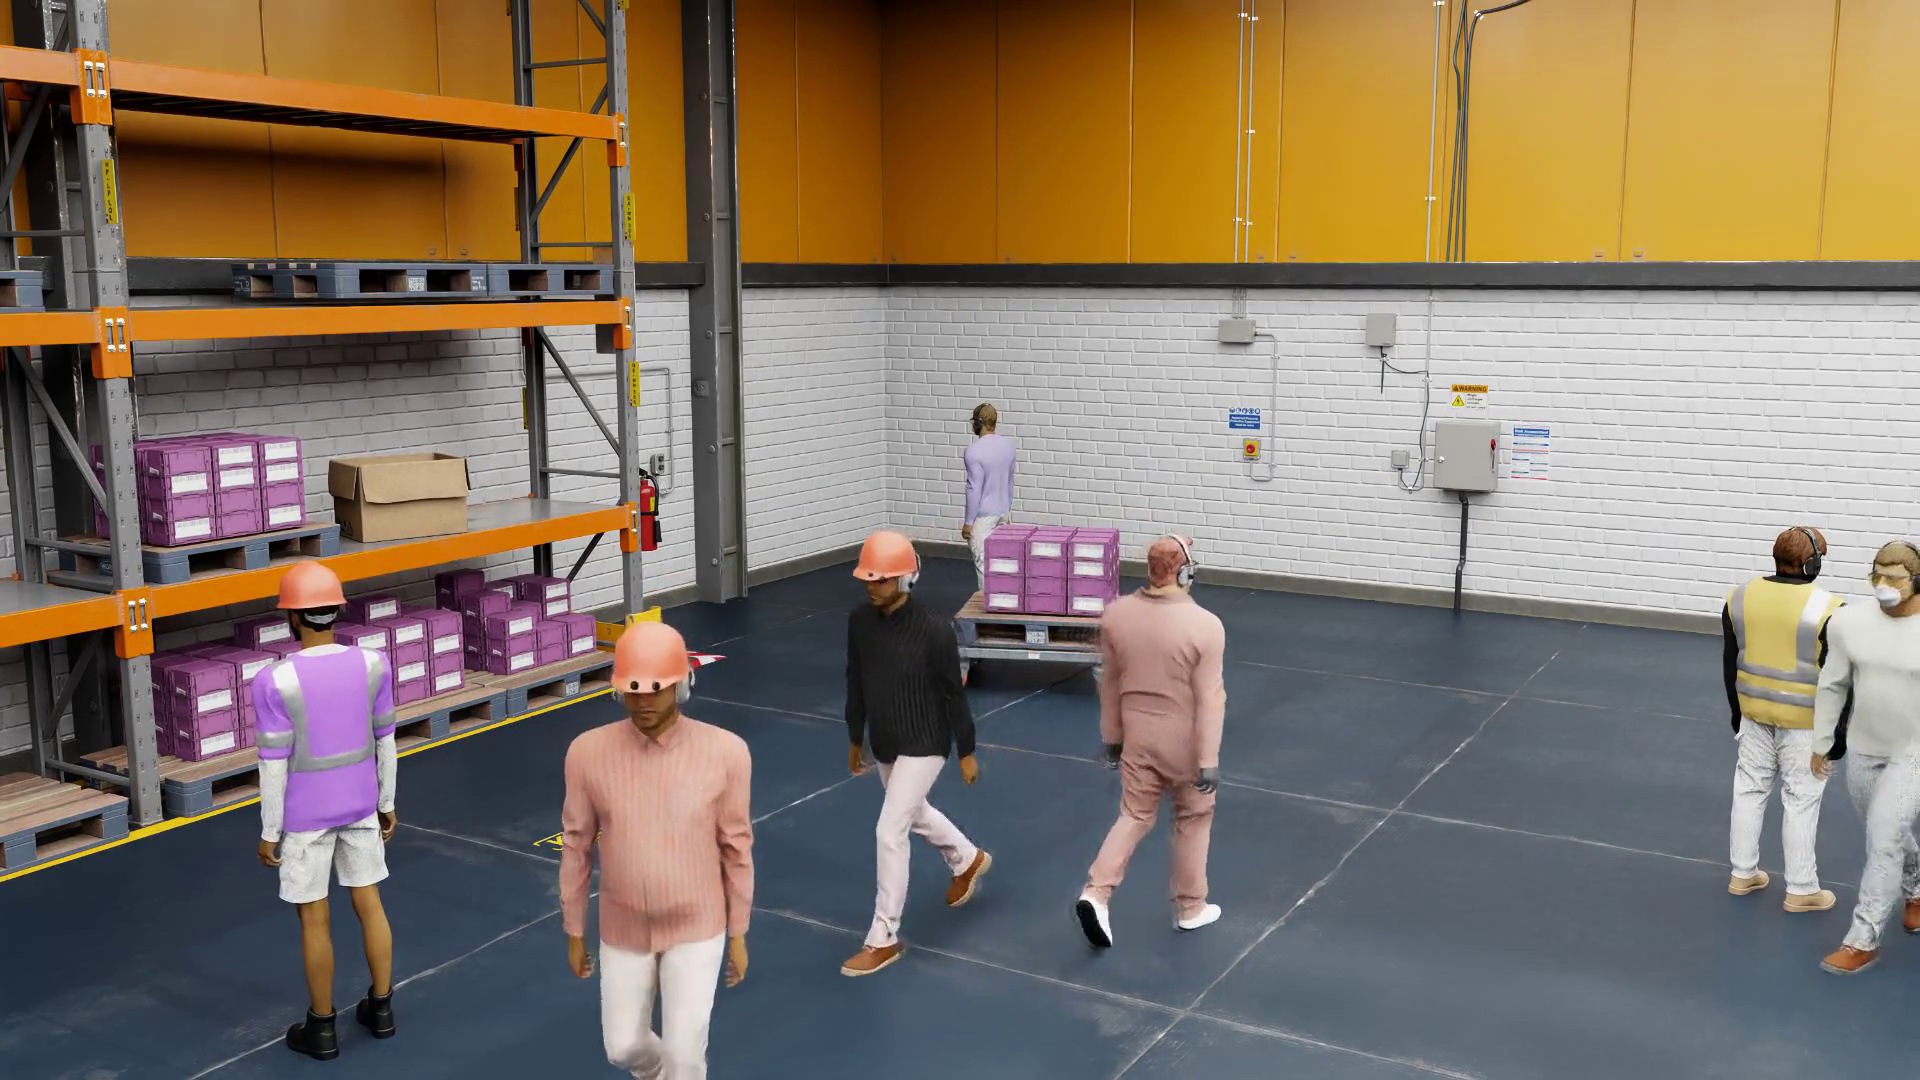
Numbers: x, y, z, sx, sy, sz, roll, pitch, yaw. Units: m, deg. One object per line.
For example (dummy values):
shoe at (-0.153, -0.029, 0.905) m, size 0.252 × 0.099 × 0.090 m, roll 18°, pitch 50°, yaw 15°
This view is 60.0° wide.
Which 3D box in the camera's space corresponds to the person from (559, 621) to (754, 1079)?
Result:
person at (-0.966, 1.200, 5.376) m, size 0.625 × 1.969 × 0.785 m, roll 0°, pitch 9°, yaw 0°

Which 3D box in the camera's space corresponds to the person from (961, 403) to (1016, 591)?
person at (0.237, -0.197, 14.166) m, size 0.355 × 1.937 × 0.634 m, roll 7°, pitch 11°, yaw 36°

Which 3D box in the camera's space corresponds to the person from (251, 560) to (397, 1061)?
person at (-2.468, 1.038, 6.469) m, size 0.370 × 1.933 × 0.553 m, roll 9°, pitch 13°, yaw 43°

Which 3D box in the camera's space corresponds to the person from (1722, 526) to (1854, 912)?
person at (3.963, 0.846, 7.964) m, size 0.429 × 1.844 × 0.625 m, roll -6°, pitch 11°, yaw -32°

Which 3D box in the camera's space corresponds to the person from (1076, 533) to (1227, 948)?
person at (0.884, 0.905, 7.479) m, size 0.650 × 1.883 × 0.822 m, roll 8°, pitch 12°, yaw 40°

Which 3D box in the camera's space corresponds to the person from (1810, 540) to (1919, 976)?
person at (4.174, 0.917, 7.364) m, size 0.962 × 1.902 × 0.644 m, roll -6°, pitch 11°, yaw -32°

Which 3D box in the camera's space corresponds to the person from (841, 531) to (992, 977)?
person at (-0.173, 0.880, 7.501) m, size 0.631 × 1.942 × 1.032 m, roll 9°, pitch 13°, yaw 44°
